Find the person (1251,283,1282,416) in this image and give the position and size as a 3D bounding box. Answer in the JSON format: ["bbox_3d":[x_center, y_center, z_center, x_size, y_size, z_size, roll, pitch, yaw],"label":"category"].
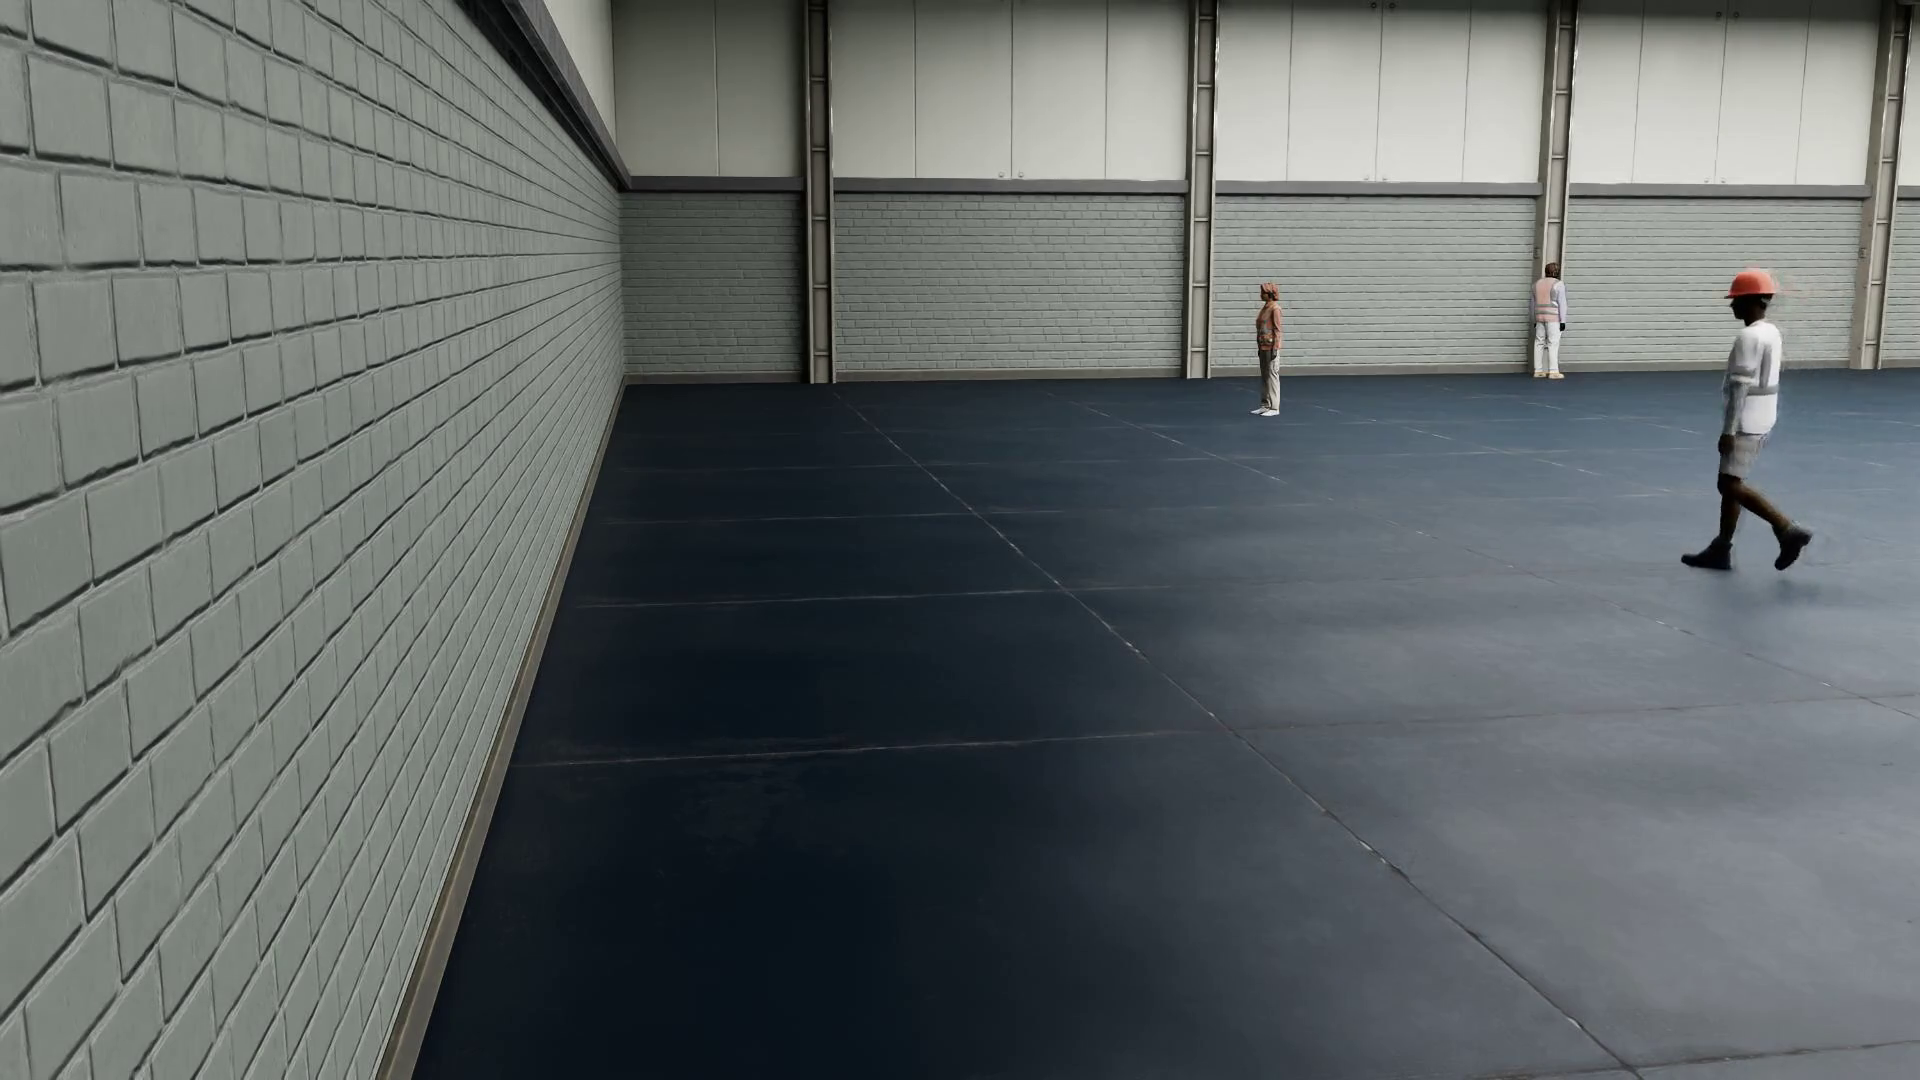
[{"bbox_3d":[3.799,-2.342,20.479,0.309,1.639,0.523,-2,10,-10],"label":"person"}]

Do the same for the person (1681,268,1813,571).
[{"bbox_3d":[4.965,-0.732,10.396,0.694,1.922,0.560,7,12,36],"label":"person"}]

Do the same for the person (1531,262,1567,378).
[{"bbox_3d":[9.423,-3.501,26.575,0.429,1.844,0.625,-7,12,-33],"label":"person"}]
